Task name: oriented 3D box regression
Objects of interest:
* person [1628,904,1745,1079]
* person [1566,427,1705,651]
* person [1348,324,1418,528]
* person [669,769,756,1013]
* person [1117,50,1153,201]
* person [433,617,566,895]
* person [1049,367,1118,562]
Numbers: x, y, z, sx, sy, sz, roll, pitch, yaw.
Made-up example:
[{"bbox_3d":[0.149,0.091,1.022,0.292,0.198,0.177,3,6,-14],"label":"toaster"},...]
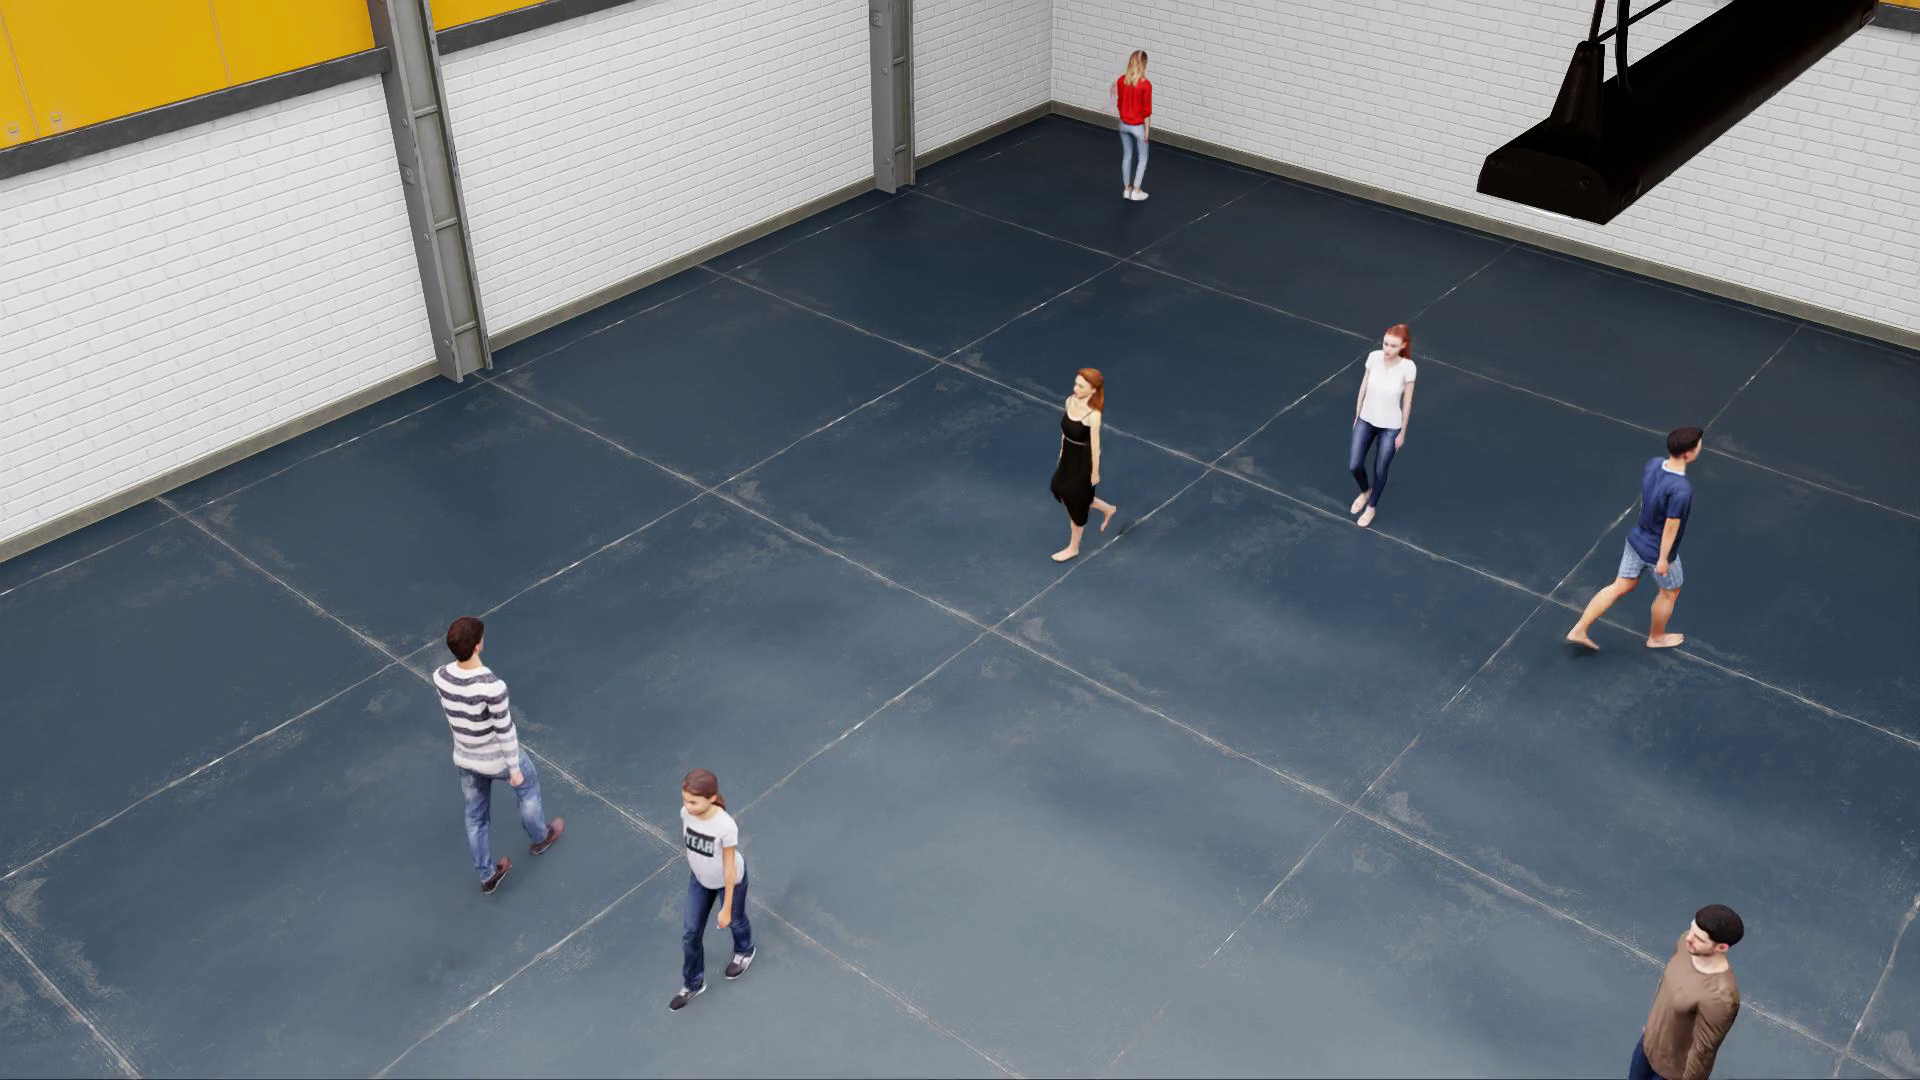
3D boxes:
[{"bbox_3d":[3.452,2.406,7.842,1.013,1.874,0.977,0,34,0],"label":"person"},{"bbox_3d":[4.695,0.043,11.451,1.202,1.816,1.061,-8,34,-11],"label":"person"},{"bbox_3d":[3.314,-0.925,12.982,0.611,1.732,0.628,20,39,28],"label":"person"},{"bbox_3d":[-1.275,1.798,9.061,0.655,1.539,0.909,15,37,22],"label":"person"},{"bbox_3d":[1.905,-4.595,18.531,0.646,1.702,0.607,20,39,28],"label":"person"},{"bbox_3d":[-2.774,1.297,9.552,0.856,1.828,1.001,12,35,17],"label":"person"},{"bbox_3d":[0.979,-0.597,12.597,0.930,1.612,0.758,-16,37,-23],"label":"person"}]
